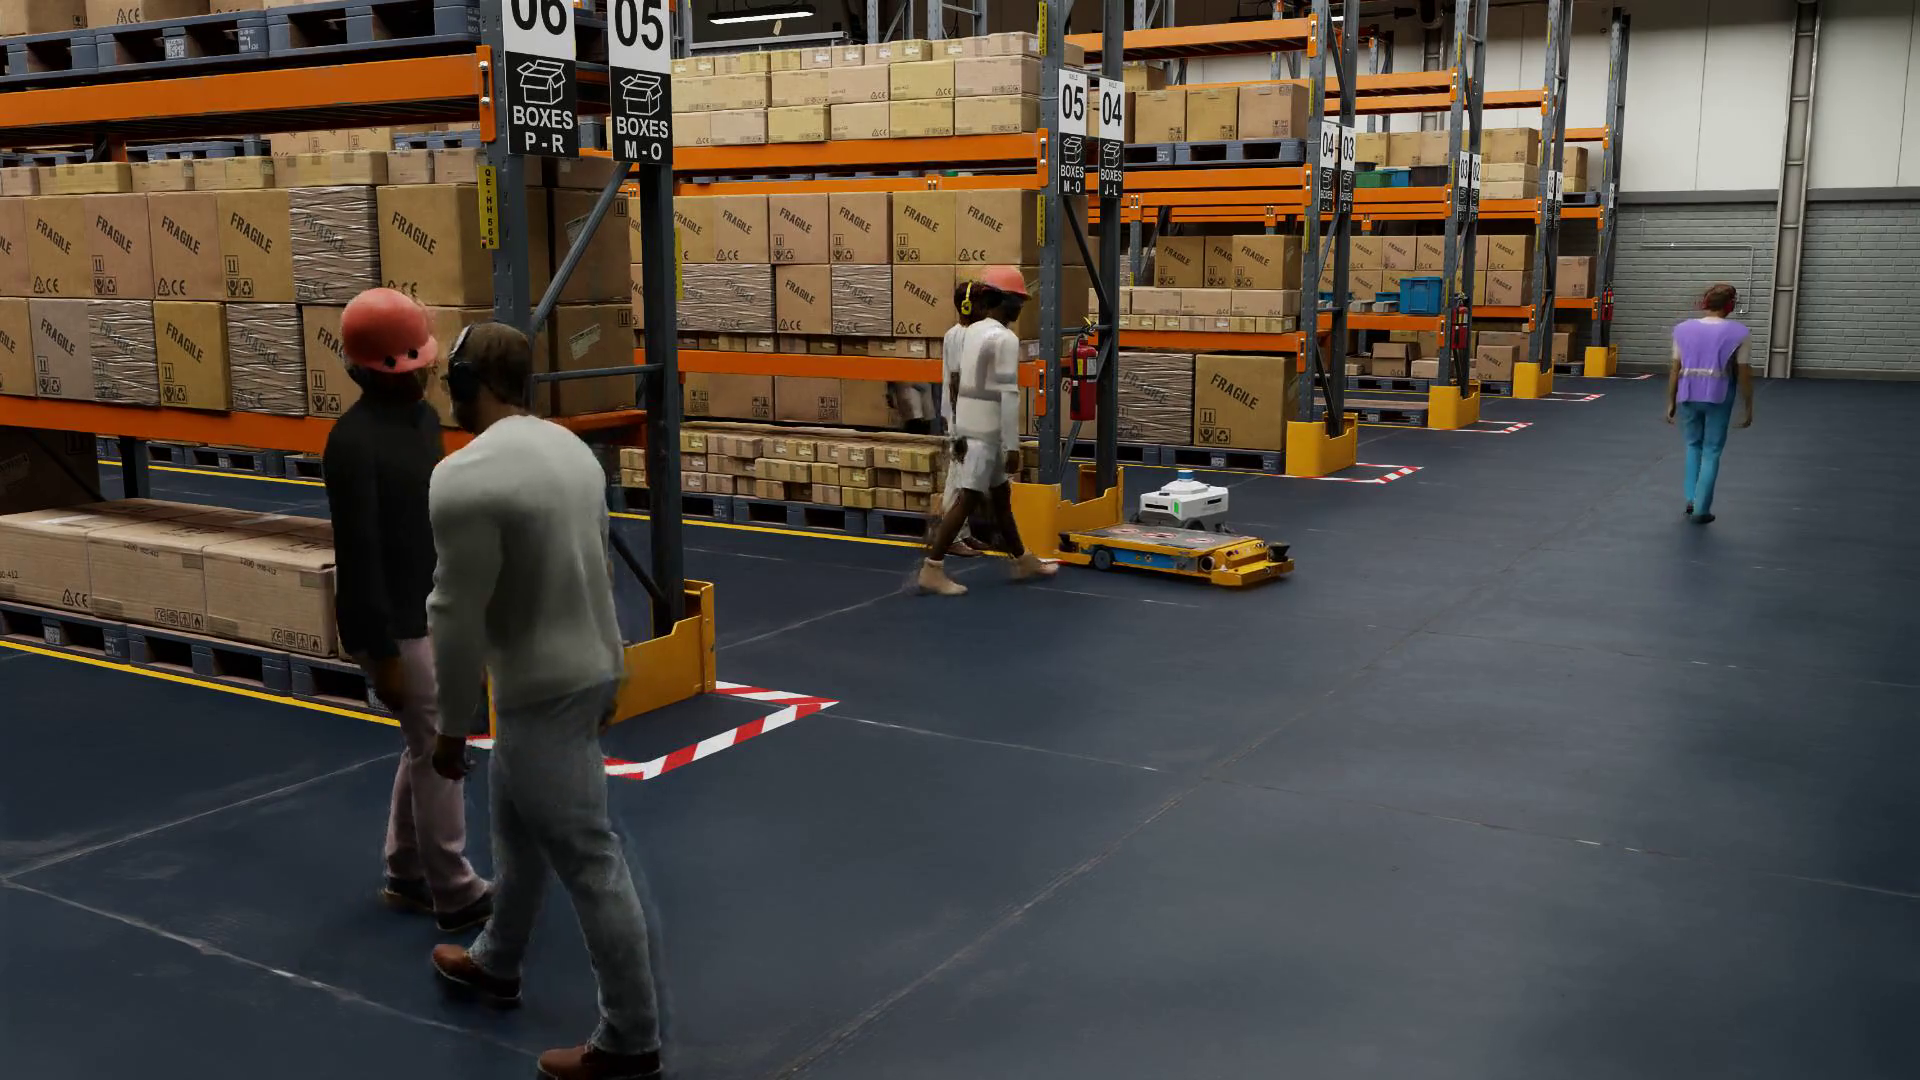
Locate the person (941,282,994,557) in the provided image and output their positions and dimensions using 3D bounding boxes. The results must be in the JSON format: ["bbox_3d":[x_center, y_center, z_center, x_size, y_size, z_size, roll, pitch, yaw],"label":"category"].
[{"bbox_3d":[0.044,-0.813,11.286,0.333,1.860,0.509,2,10,14],"label":"person"}]

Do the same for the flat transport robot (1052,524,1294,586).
[{"bbox_3d":[1.363,0.072,10.737,1.431,0.197,0.652,8,13,39],"label":"flat transport robot"}]

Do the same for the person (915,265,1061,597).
[{"bbox_3d":[0.184,-0.658,10.016,1.019,1.988,0.650,-3,10,-19],"label":"person"}]

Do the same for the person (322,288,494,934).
[{"bbox_3d":[-1.573,0.248,4.874,0.494,1.952,0.664,0,10,-2],"label":"person"}]

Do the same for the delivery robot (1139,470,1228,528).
[{"bbox_3d":[1.546,-0.239,11.453,0.477,0.478,0.707,8,13,39],"label":"delivery robot"}]

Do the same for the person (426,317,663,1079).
[{"bbox_3d":[-1.102,0.391,4.206,0.869,1.874,0.647,2,10,11],"label":"person"}]

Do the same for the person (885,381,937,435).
[{"bbox_3d":[-0.462,-1.377,14.351,0.774,1.941,0.612,9,13,44],"label":"person"}]

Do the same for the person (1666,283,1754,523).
[{"bbox_3d":[5.766,-1.046,12.736,0.594,1.823,0.594,9,13,44],"label":"person"}]
